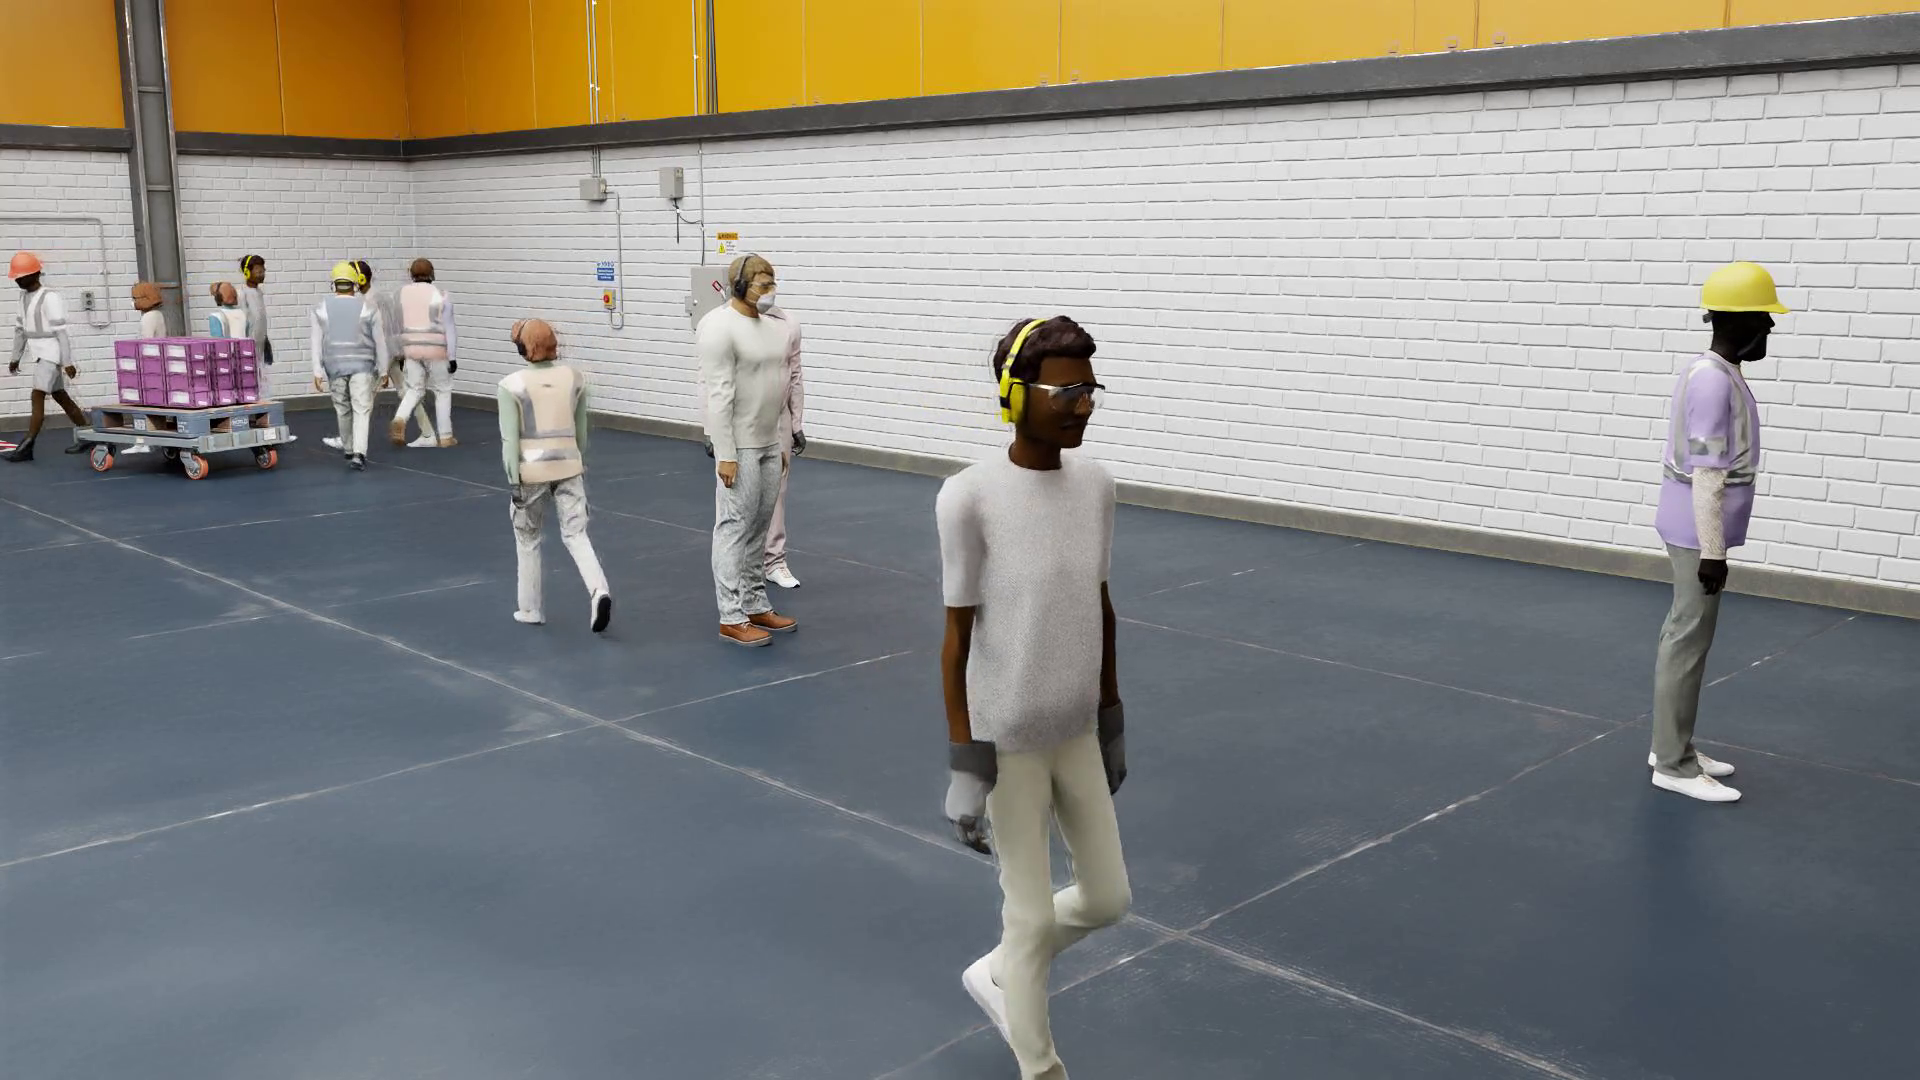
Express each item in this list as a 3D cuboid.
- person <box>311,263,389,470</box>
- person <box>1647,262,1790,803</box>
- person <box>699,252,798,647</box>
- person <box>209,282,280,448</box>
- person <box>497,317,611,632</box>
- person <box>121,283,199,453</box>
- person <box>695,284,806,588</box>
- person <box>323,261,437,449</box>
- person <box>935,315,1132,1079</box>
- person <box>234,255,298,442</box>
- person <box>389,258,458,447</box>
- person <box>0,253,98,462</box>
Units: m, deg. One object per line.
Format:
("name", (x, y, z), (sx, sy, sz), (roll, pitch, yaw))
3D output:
("person", (-5.298, -1.504, 14.465), (0.616, 1.785, 0.907), (-2, 11, -11))
("person", (2.730, -0.034, 6.040), (0.381, 1.928, 0.587), (5, 11, 24))
("person", (-1.046, -0.454, 8.302), (0.372, 1.939, 0.631), (4, 11, 20))
("person", (-6.816, -1.617, 15.627), (0.877, 1.599, 0.523), (3, 11, 17))
("person", (-2.065, -0.322, 8.466), (0.507, 1.611, 0.725), (-8, 13, -36))
("person", (-7.383, -1.582, 15.395), (0.806, 1.599, 0.498), (-2, 11, -12))
("person", (-1.167, -0.651, 9.463), (0.642, 1.909, 0.409), (-6, 12, -29))
("person", (-5.480, -1.726, 15.669), (1.030, 1.779, 0.527), (-2, 11, -9))
("person", (0.168, 0.439, 3.658), (0.552, 1.854, 0.611), (-8, 13, -36))
("person", (-6.959, -1.866, 16.289), (0.732, 1.841, 0.568), (0, 10, -3))
("person", (-5.080, -1.750, 15.718), (0.625, 1.819, 0.739), (1, 10, 8))
("person", (-8.349, -1.670, 15.132), (0.630, 1.875, 0.965), (8, 13, 37))
